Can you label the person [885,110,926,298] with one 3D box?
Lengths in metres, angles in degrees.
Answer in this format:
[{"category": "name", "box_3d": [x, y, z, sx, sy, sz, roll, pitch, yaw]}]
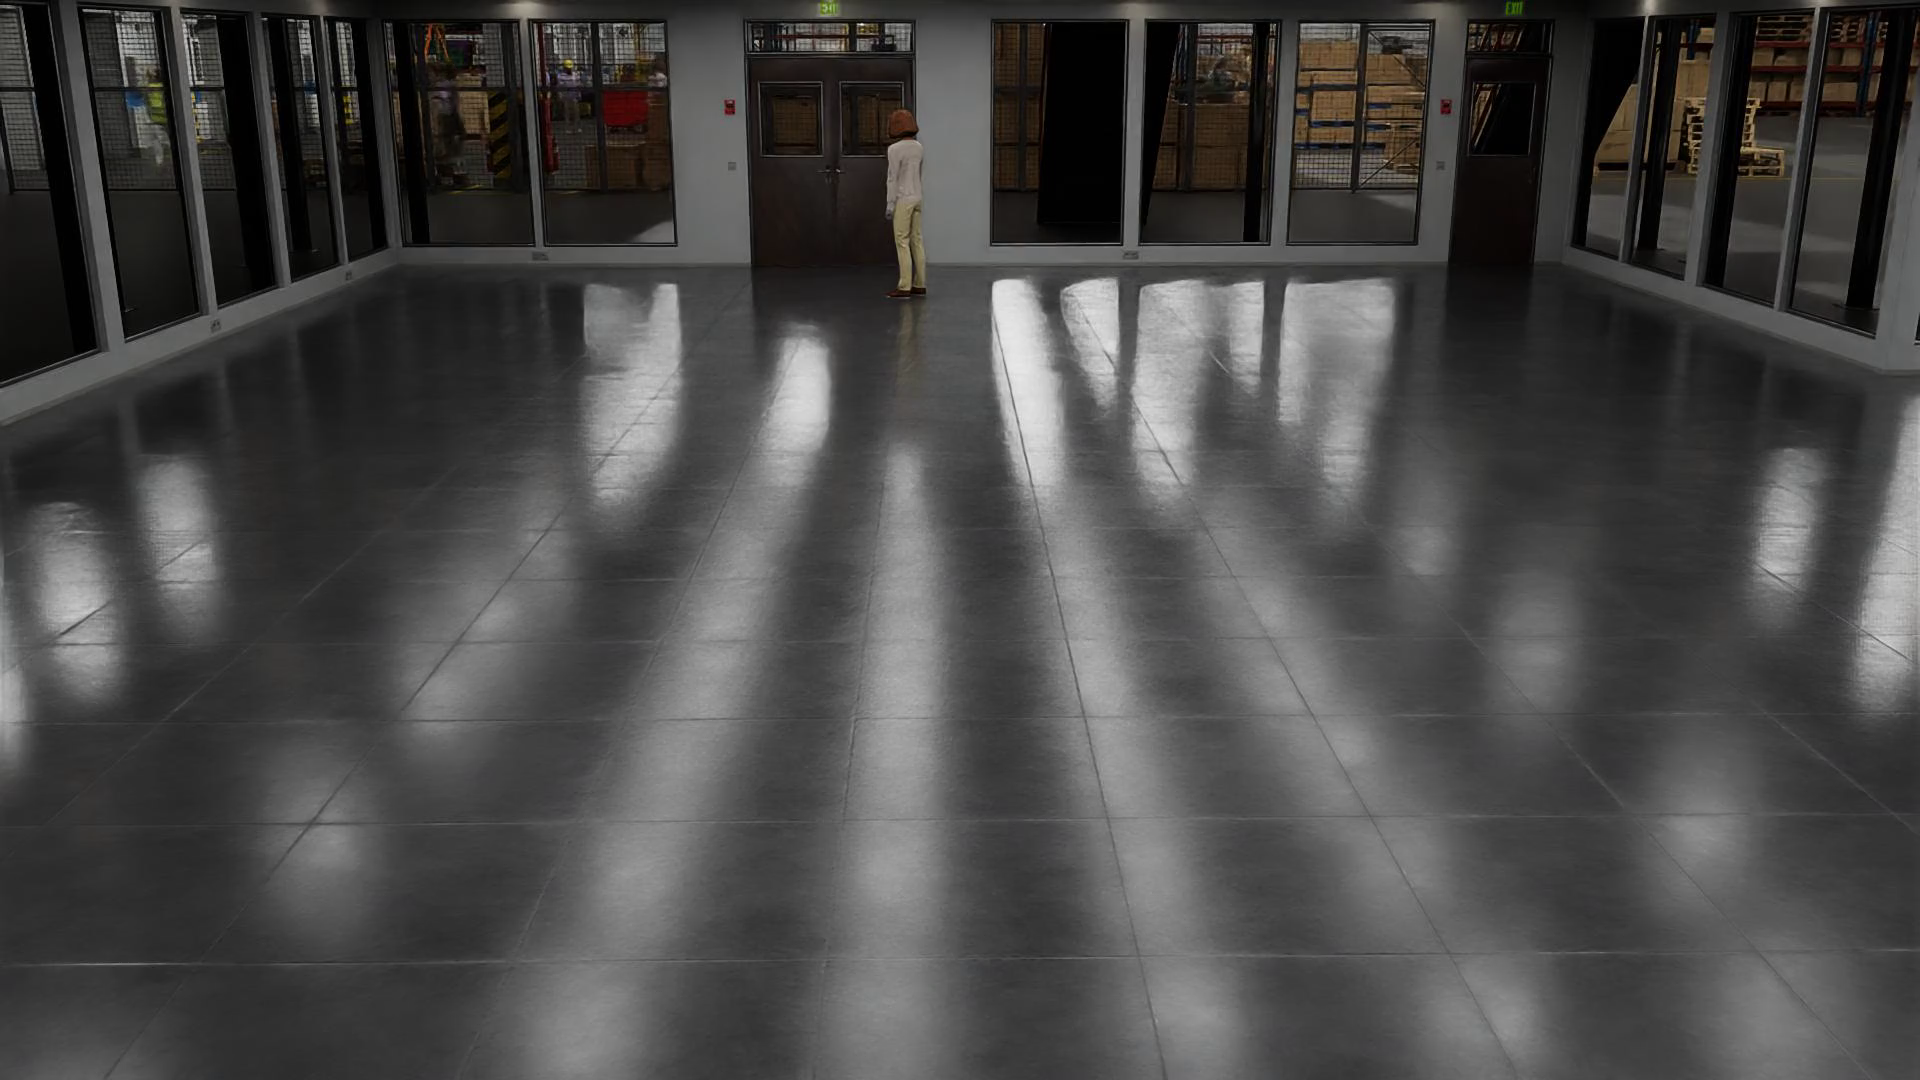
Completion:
[{"category": "person", "box_3d": [-0.478, -2.945, 14.620, 0.279, 1.624, 0.494, 9, 19, 29]}]
